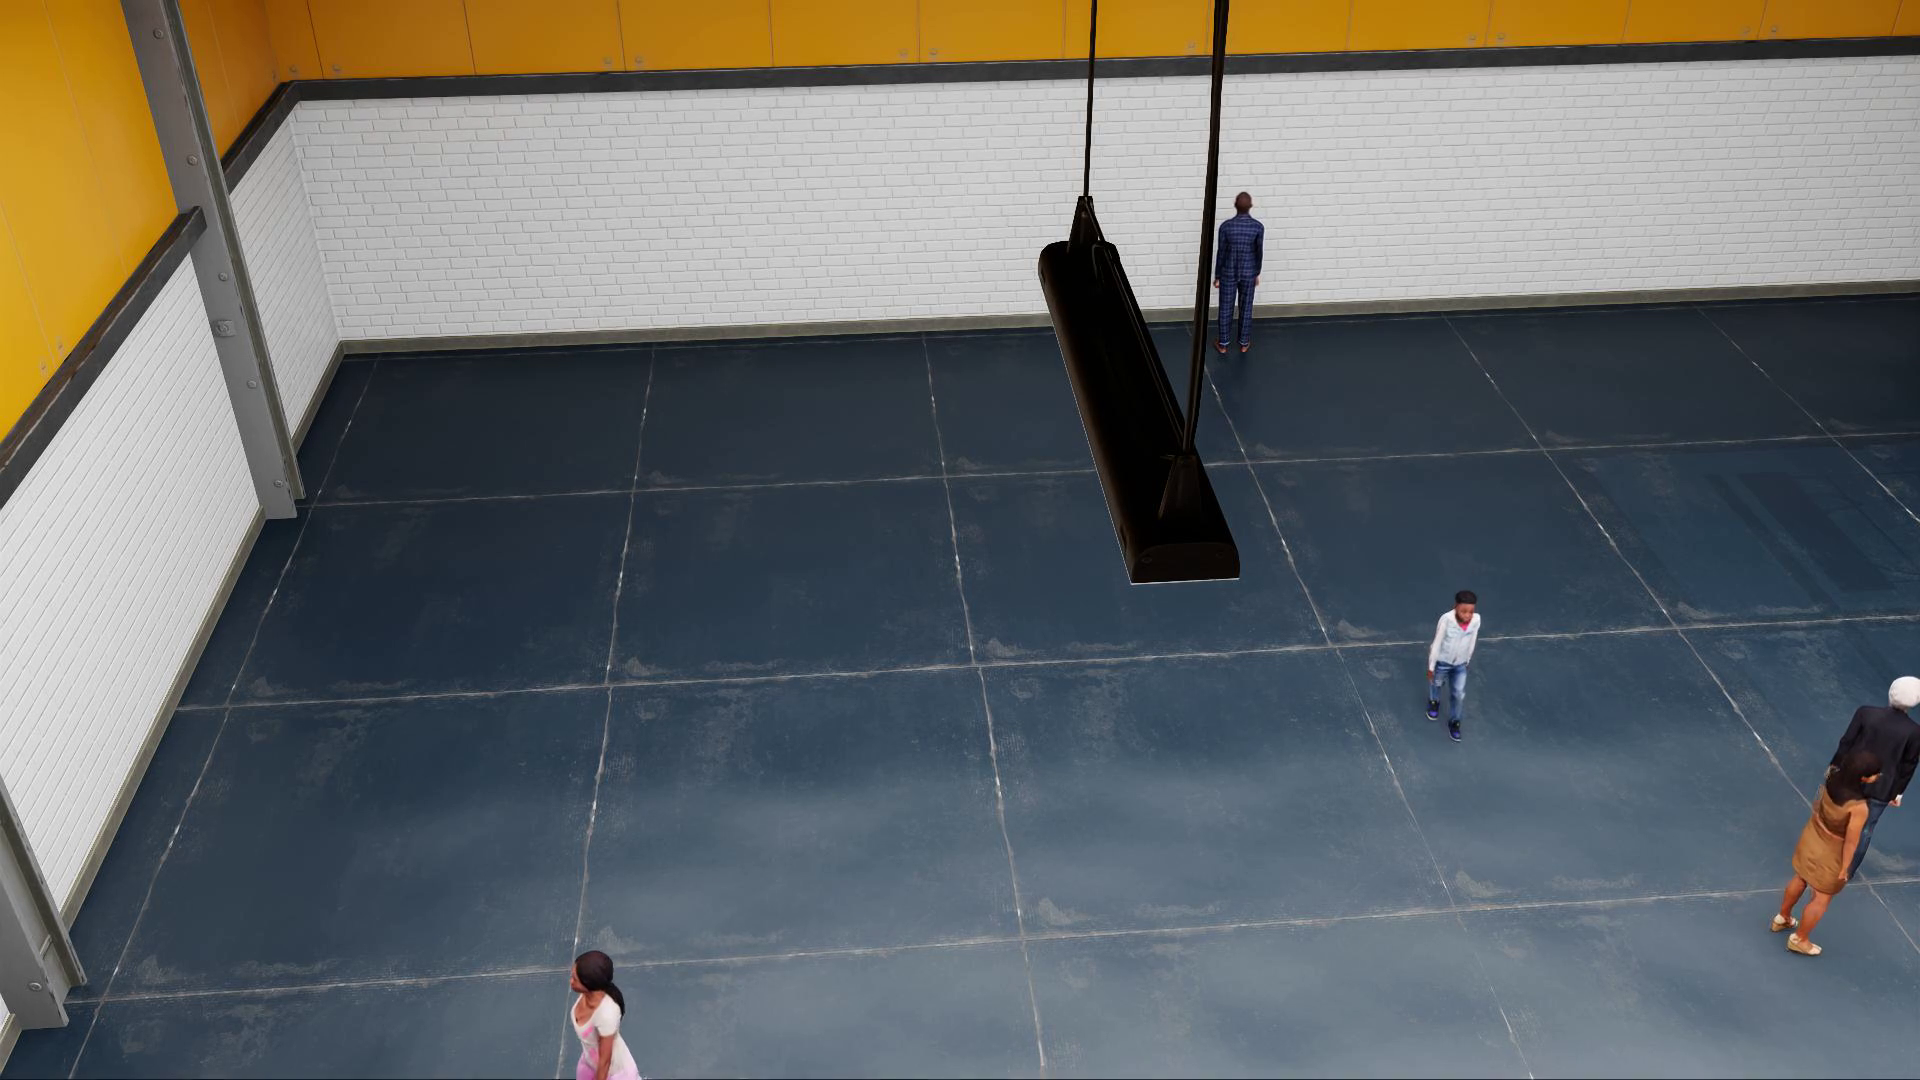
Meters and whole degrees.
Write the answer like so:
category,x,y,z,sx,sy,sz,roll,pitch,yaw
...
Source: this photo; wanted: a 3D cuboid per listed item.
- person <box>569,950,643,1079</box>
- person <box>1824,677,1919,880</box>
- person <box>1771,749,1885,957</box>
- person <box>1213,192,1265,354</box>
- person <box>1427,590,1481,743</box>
category,x,y,z,sx,sy,sz,roll,pitch,yaw
person,-1.865,2.923,9.317,0.918,1.698,1.128,-14,36,-20
person,6.153,1.647,11.392,0.839,1.781,0.804,24,40,31
person,5.586,1.985,10.739,0.650,1.686,0.431,-5,34,-7
person,3.004,-2.888,17.950,0.666,1.819,0.590,-1,34,-1
person,3.776,0.868,12.826,0.587,1.237,0.773,5,34,8
